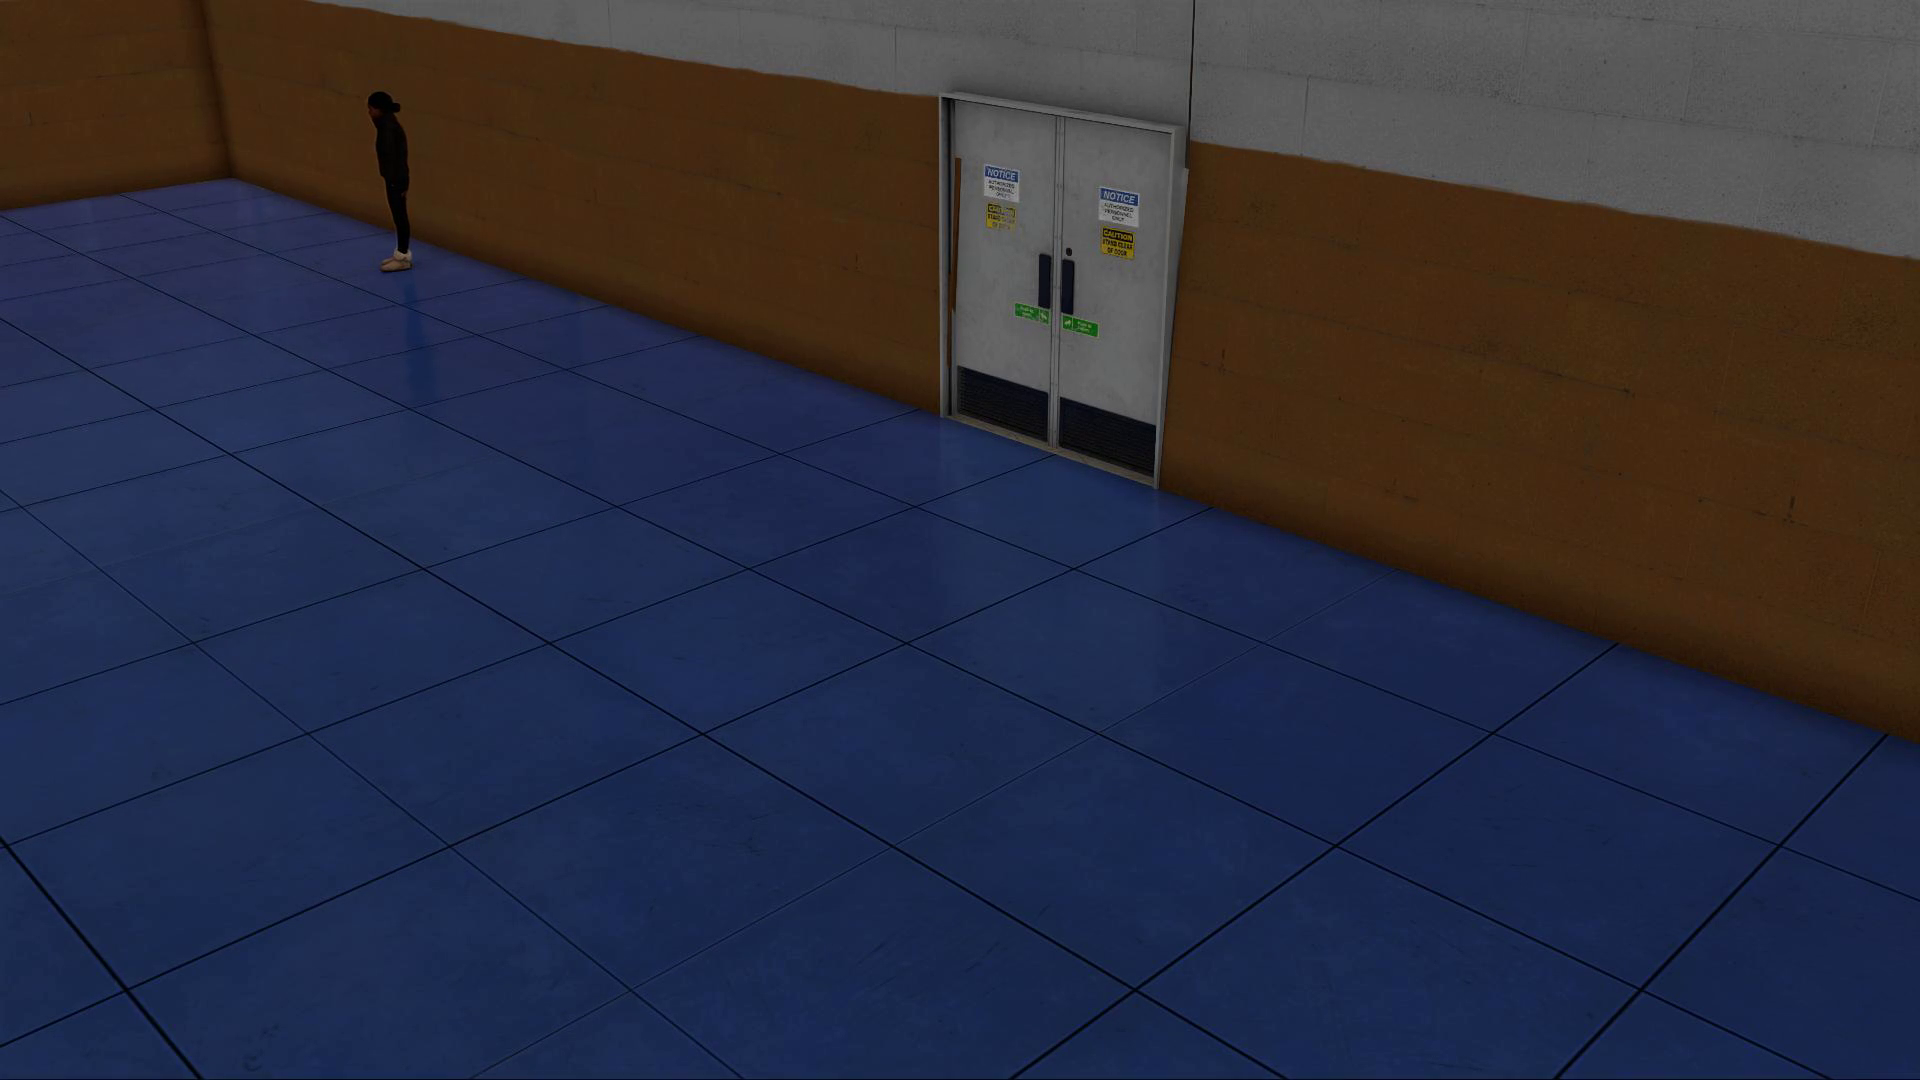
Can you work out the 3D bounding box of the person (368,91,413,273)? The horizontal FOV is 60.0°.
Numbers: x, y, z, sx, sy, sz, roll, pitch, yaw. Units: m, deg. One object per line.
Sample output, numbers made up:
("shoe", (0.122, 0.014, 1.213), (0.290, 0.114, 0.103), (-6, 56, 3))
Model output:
("person", (-5.320, -3.393, 15.710), (0.735, 1.661, 0.678), (-11, 26, -24))
